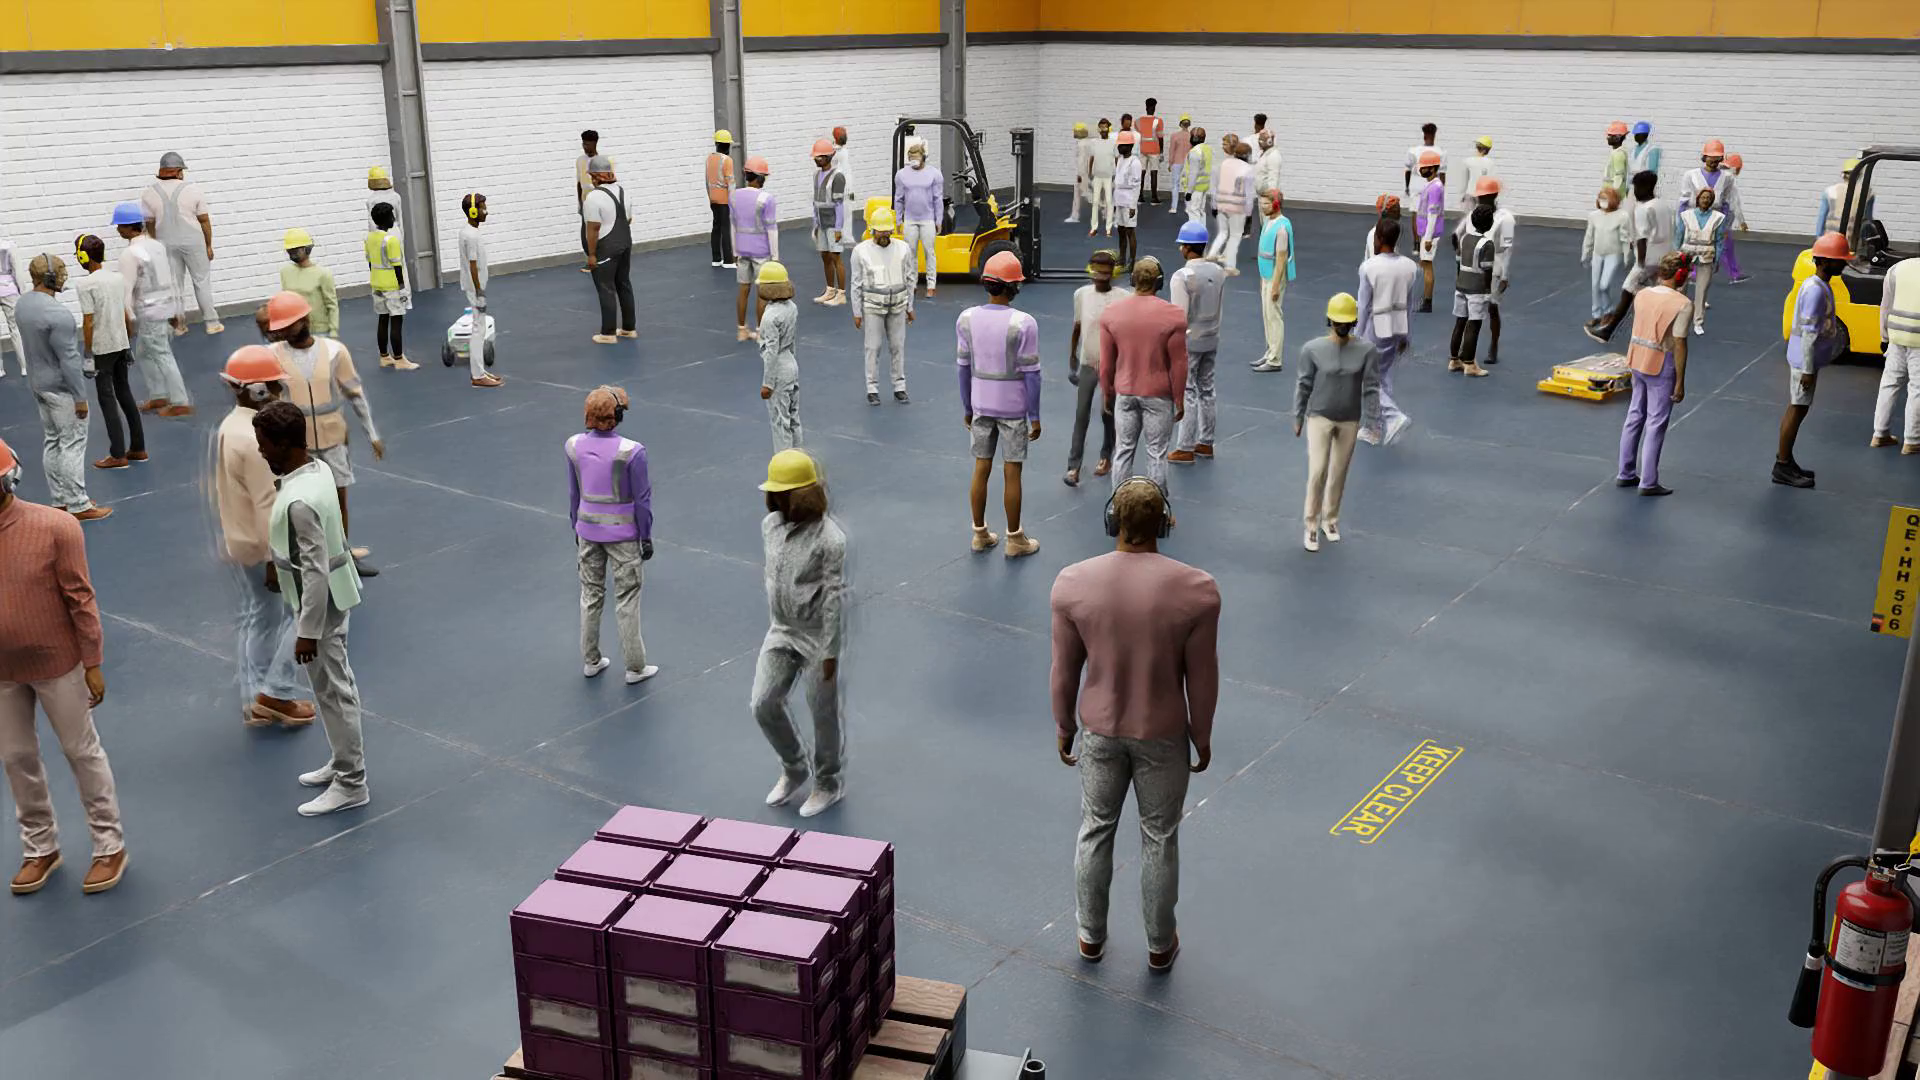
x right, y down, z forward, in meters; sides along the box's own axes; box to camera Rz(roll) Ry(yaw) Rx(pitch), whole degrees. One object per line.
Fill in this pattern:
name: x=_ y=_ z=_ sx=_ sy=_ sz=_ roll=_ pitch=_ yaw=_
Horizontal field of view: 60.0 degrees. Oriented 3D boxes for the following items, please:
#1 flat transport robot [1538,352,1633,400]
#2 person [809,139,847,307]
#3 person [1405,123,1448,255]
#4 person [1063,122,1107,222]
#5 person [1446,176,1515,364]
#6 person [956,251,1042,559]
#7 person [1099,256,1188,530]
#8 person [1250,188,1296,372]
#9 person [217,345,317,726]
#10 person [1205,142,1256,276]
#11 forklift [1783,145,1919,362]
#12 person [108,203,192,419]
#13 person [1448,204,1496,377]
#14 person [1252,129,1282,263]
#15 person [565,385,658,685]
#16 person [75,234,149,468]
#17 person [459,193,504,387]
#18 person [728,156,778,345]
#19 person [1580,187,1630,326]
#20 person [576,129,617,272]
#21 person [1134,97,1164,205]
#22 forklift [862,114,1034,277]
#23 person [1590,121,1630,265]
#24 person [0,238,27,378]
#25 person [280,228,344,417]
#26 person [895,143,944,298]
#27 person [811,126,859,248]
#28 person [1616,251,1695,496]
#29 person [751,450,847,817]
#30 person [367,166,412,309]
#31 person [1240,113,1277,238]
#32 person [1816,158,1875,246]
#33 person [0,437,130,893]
flat transport robot: x=6.266 y=-1.604 z=16.134 sx=1.431 sy=0.197 sz=0.652 roll=-16 pitch=24 yaw=-41
person: x=-1.638 y=-3.888 z=20.440 sx=0.408 sy=2.035 sz=0.601 roll=-14 pitch=22 yaw=-36
person: x=6.990 y=-5.301 z=25.057 sx=0.611 sy=1.900 sz=1.020 roll=4 pitch=18 yaw=12
person: x=2.185 y=-6.274 z=28.418 sx=0.745 sy=1.711 sz=0.492 roll=3 pitch=18 yaw=9
person: x=5.389 y=-2.757 z=17.107 sx=0.580 sy=1.918 sz=0.554 roll=-15 pitch=23 yaw=-40
person: x=0.274 y=-0.884 z=11.019 sx=0.607 sy=2.044 sz=0.374 roll=10 pitch=20 yaw=29
person: x=1.269 y=-0.996 z=11.536 sx=0.627 sy=1.941 sz=0.373 roll=7 pitch=19 yaw=22
person: x=3.173 y=-2.619 z=16.785 sx=0.399 sy=1.836 sz=0.561 roll=-1 pitch=18 yaw=-3
person: x=-3.466 y=0.006 z=8.340 sx=0.460 sy=1.971 sz=0.643 roll=-12 pitch=21 yaw=-33
person: x=3.714 y=-4.496 z=22.693 sx=0.525 sy=1.816 sz=0.668 roll=-15 pitch=23 yaw=-40
forklift: x=9.803 y=-2.879 z=17.013 sx=2.313 sy=2.155 sz=1.214 roll=12 pitch=21 yaw=33
person: x=-7.247 y=-2.009 z=14.742 sx=0.709 sy=1.916 sz=0.620 roll=-1 pitch=18 yaw=-5
person: x=5.127 y=-2.485 z=16.585 sx=0.319 sy=1.695 sz=0.539 roll=-5 pitch=19 yaw=-17
person: x=4.419 y=-4.963 z=24.035 sx=0.405 sy=1.895 sz=0.661 roll=0 pitch=18 yaw=0
person: x=-1.889 y=-0.022 z=8.994 sx=0.514 sy=1.631 sz=0.318 roll=7 pitch=19 yaw=21
person: x=-6.792 y=-1.497 z=13.245 sx=0.332 sy=1.857 sz=0.528 roll=3 pitch=18 yaw=10
person: x=-4.663 y=-2.414 z=16.104 sx=0.324 sy=1.862 sz=0.511 roll=-5 pitch=18 yaw=-16
person: x=-2.216 y=-3.143 z=18.111 sx=0.617 sy=2.029 sz=0.409 roll=10 pitch=20 yaw=30
person: x=7.397 y=-3.230 z=19.053 sx=0.397 sy=1.609 sz=0.539 roll=-14 pitch=23 yaw=-38
person: x=-5.036 y=-4.683 z=23.026 sx=0.609 sy=1.963 sz=0.367 roll=7 pitch=19 yaw=21
person: x=3.537 y=-7.258 z=31.080 sx=0.602 sy=1.965 sz=0.366 roll=10 pitch=20 yaw=28
forklift: x=-0.171 y=-4.594 z=22.377 sx=2.313 sy=2.155 sz=1.214 roll=1 pitch=18 yaw=3
person: x=9.154 y=-4.836 z=23.377 sx=0.394 sy=2.044 sz=0.609 roll=6 pitch=19 yaw=19
person: x=-9.519 y=-2.418 z=16.467 sx=0.515 sy=1.640 sz=0.315 roll=-4 pitch=18 yaw=-12
person: x=-5.613 y=-1.809 z=14.361 sx=0.532 sy=1.767 sz=0.325 roll=4 pitch=18 yaw=14
person: x=-0.517 y=-4.043 z=21.089 sx=0.635 sy=1.931 sz=0.379 roll=4 pitch=18 yaw=11
person: x=-1.880 y=-5.321 z=25.209 sx=0.827 sy=1.856 sz=0.578 roll=-8 pitch=19 yaw=-23
person: x=5.208 y=-1.241 z=12.472 sx=0.387 sy=1.838 sz=0.562 roll=-5 pitch=18 yaw=-16
person: x=-0.698 y=0.433 z=7.417 sx=0.492 sy=1.728 sz=0.436 roll=11 pitch=21 yaw=32
person: x=-6.953 y=-3.639 z=20.138 sx=0.327 sy=1.736 sz=0.489 roll=11 pitch=21 yaw=31
person: x=4.747 y=-5.820 z=26.588 sx=0.613 sy=1.963 sz=0.366 roll=0 pitch=18 yaw=0
person: x=10.832 y=-3.772 z=20.428 sx=0.600 sy=1.808 sz=0.721 roll=8 pitch=19 yaw=23
person: x=-3.811 y=0.507 z=6.774 sx=0.626 sy=1.982 sz=0.409 roll=-2 pitch=18 yaw=-6
